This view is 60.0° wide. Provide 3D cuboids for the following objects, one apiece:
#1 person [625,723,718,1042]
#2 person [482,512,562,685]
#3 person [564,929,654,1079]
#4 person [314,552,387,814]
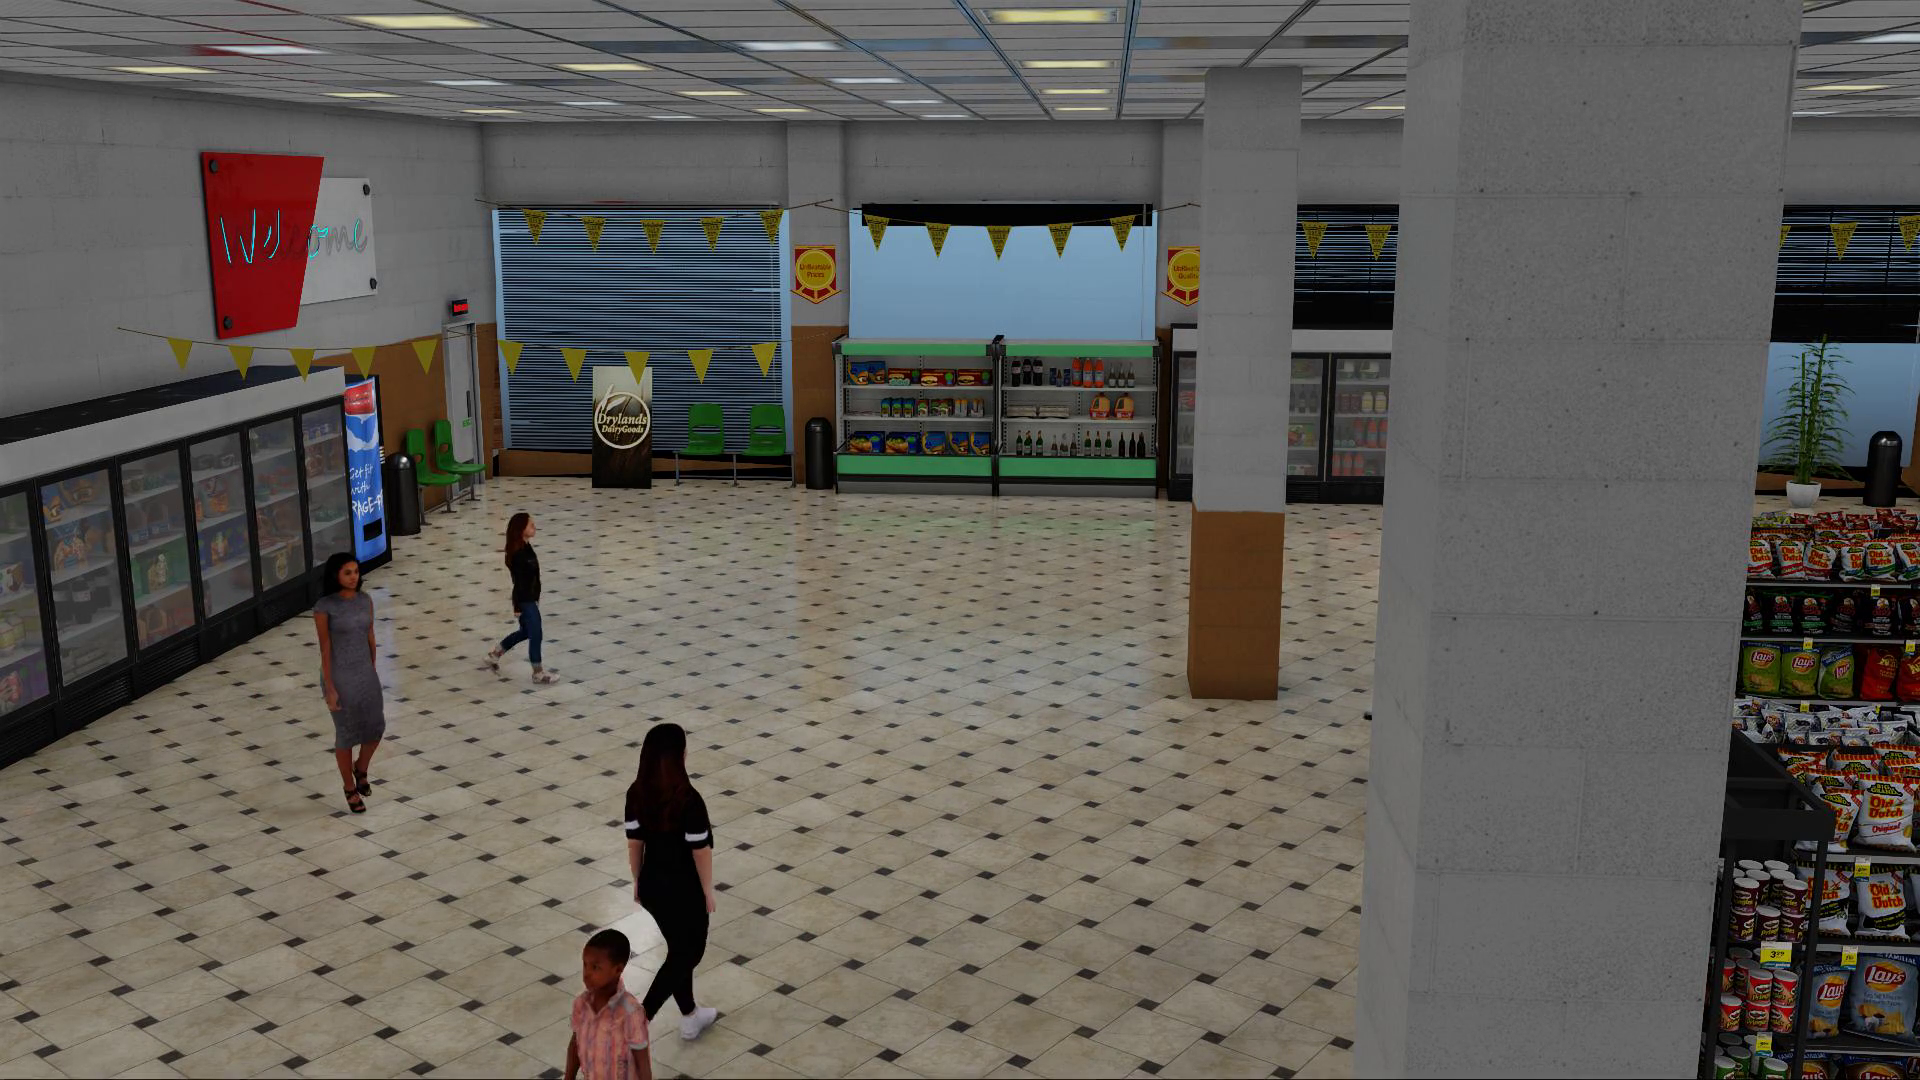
[{"bbox_3d":[-1.394,1.681,7.858,0.988,1.624,0.907,6,13,28],"label":"person"},{"bbox_3d":[-3.697,0.495,13.872,0.930,1.467,0.740,-3,12,-15],"label":"person"},{"bbox_3d":[-1.299,2.133,6.537,0.842,1.284,0.824,8,14,34],"label":"person"},{"bbox_3d":[-4.102,0.938,11.033,0.784,1.769,0.727,11,16,42],"label":"person"}]
